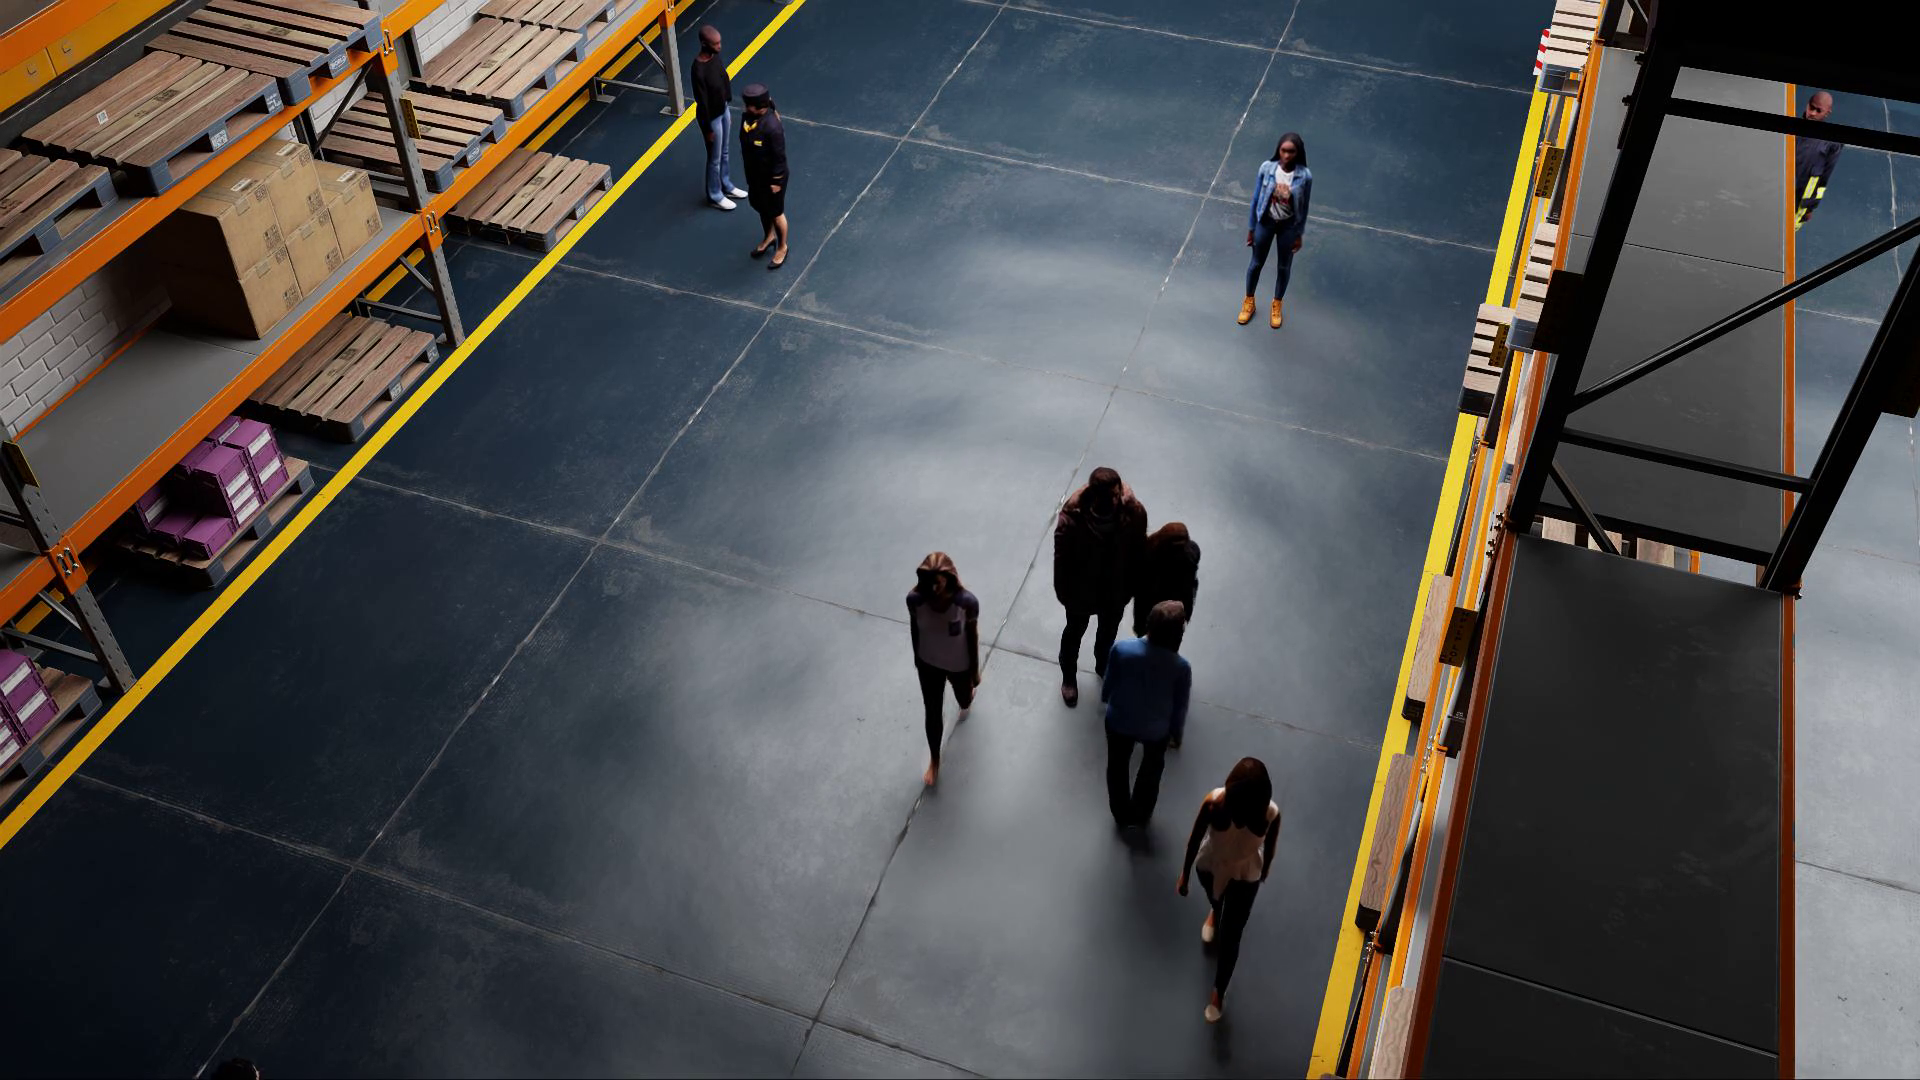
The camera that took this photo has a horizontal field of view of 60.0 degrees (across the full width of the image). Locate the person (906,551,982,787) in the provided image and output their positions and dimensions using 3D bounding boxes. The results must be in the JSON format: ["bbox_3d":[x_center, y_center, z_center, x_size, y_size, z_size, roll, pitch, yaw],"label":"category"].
[{"bbox_3d":[-0.058,0.672,10.070,0.726,1.702,1.048,7,44,7],"label":"person"}]

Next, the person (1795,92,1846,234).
[{"bbox_3d":[6.795,-2.866,13.697,0.783,1.822,0.714,21,47,20],"label":"person"}]

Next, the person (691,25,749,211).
[{"bbox_3d":[-2.182,-3.733,14.664,0.674,1.744,0.508,10,45,11],"label":"person"}]

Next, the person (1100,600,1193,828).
[{"bbox_3d":[1.025,1.086,9.568,0.708,1.796,0.651,9,44,9],"label":"person"}]

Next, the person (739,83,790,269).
[{"bbox_3d":[-1.633,-3.083,14.038,0.819,1.666,0.803,-28,50,-27],"label":"person"}]

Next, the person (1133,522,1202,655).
[{"bbox_3d":[1.251,0.410,10.499,0.767,1.490,0.876,-9,44,-9],"label":"person"}]

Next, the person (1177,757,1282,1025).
[{"bbox_3d":[1.457,1.685,8.975,0.605,1.746,1.027,14,45,14],"label":"person"}]

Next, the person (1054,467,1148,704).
[{"bbox_3d":[0.855,0.259,10.397,0.878,1.849,0.893,-9,44,-9],"label":"person"}]

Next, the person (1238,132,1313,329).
[{"bbox_3d":[2.550,-2.503,13.396,0.619,1.712,0.541,10,44,10],"label":"person"}]
